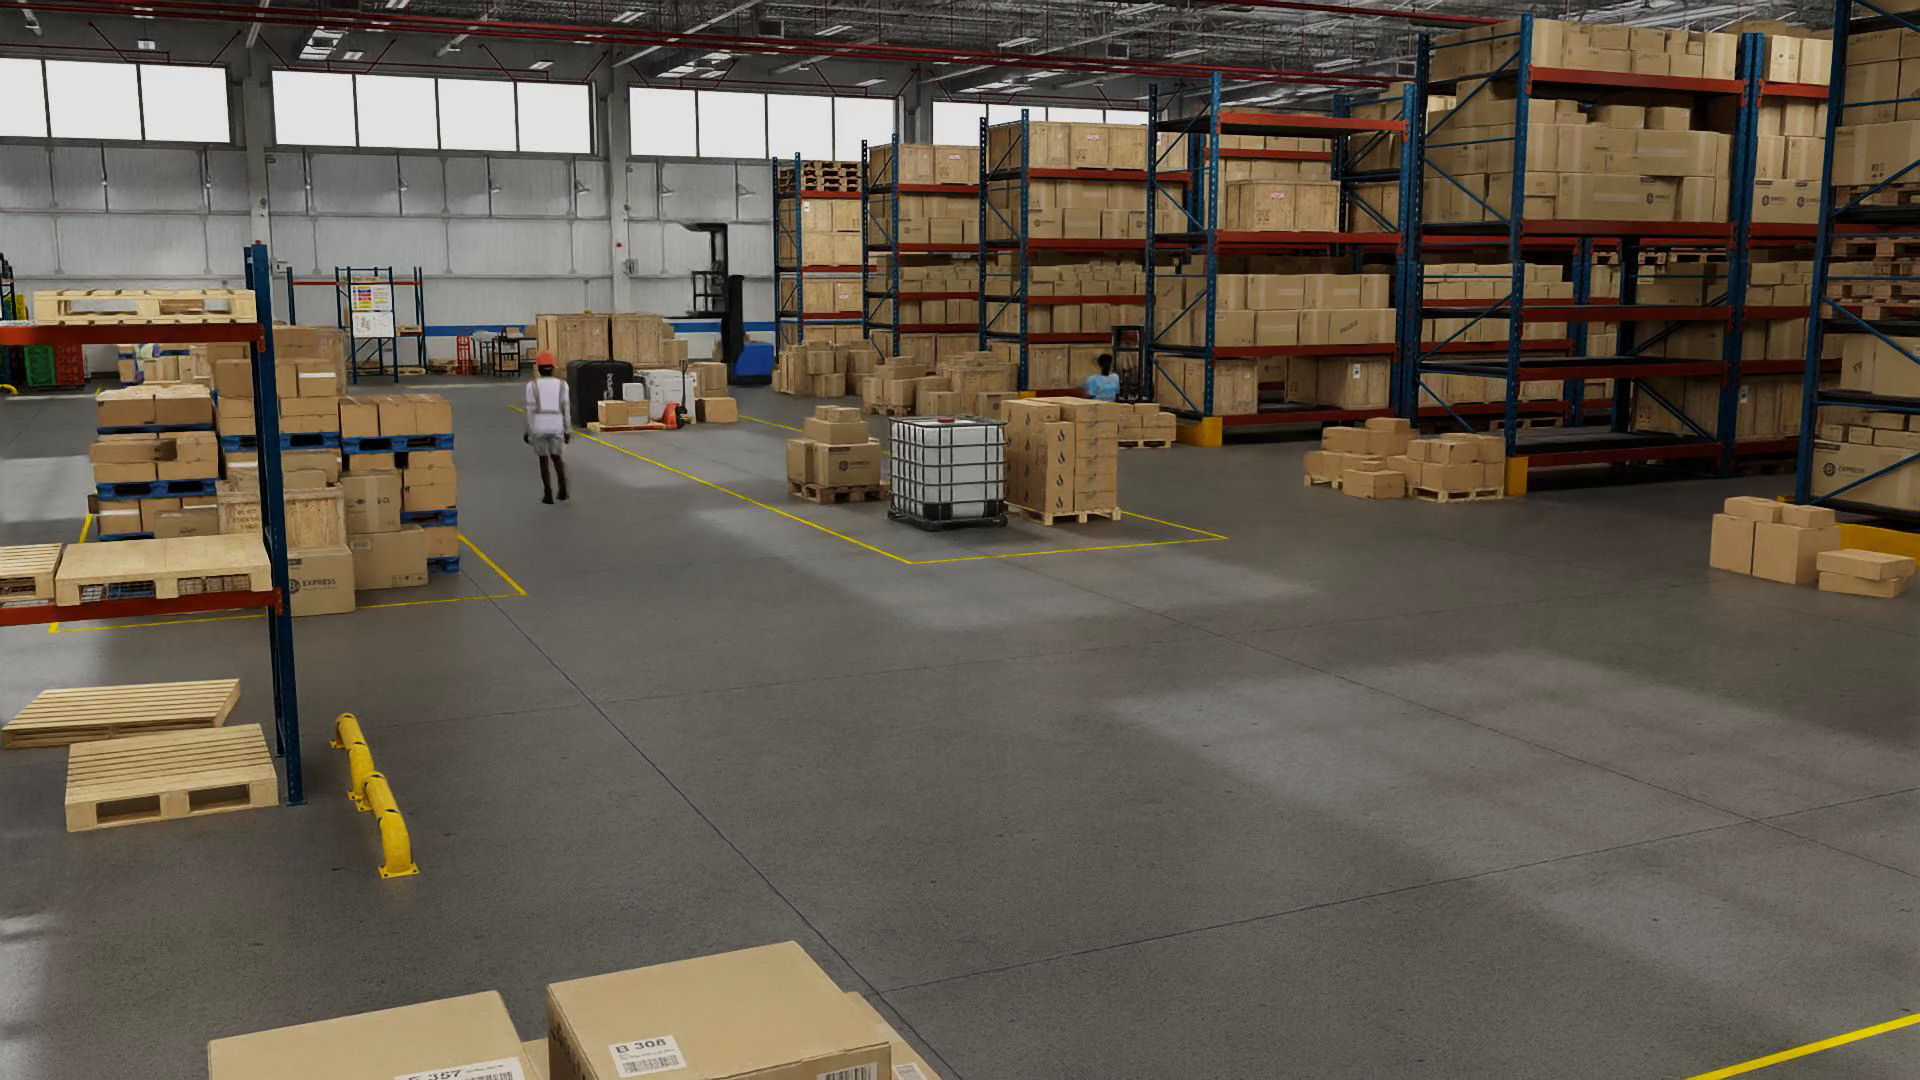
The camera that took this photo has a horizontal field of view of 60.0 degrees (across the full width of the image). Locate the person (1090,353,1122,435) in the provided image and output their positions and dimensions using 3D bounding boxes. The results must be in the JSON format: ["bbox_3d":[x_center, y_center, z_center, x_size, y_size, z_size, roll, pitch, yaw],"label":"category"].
[{"bbox_3d":[2.166,-1.937,24.799,0.535,1.688,0.356,-4,10,-26],"label":"person"}]

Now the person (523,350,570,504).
[{"bbox_3d":[-5.153,-1.395,20.715,0.547,1.922,0.397,-6,11,-31],"label":"person"}]

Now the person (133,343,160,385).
[{"bbox_3d":[-15.605,-3.207,31.963,0.597,1.916,0.371,3,10,20],"label":"person"}]

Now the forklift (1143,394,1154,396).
[{"bbox_3d":[4.613,-4.667,38.044,1.129,2.768,1.873,-4,10,-25],"label":"forklift"}]

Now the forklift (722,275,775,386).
[{"bbox_3d":[-5.698,-5.280,41.845,1.873,2.768,1.129,-4,10,-25],"label":"forklift"}]

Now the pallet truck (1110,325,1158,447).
[{"bbox_3d":[2.881,-2.596,27.923,0.823,1.965,1.885,-1,9,-7],"label":"pallet truck"}]
